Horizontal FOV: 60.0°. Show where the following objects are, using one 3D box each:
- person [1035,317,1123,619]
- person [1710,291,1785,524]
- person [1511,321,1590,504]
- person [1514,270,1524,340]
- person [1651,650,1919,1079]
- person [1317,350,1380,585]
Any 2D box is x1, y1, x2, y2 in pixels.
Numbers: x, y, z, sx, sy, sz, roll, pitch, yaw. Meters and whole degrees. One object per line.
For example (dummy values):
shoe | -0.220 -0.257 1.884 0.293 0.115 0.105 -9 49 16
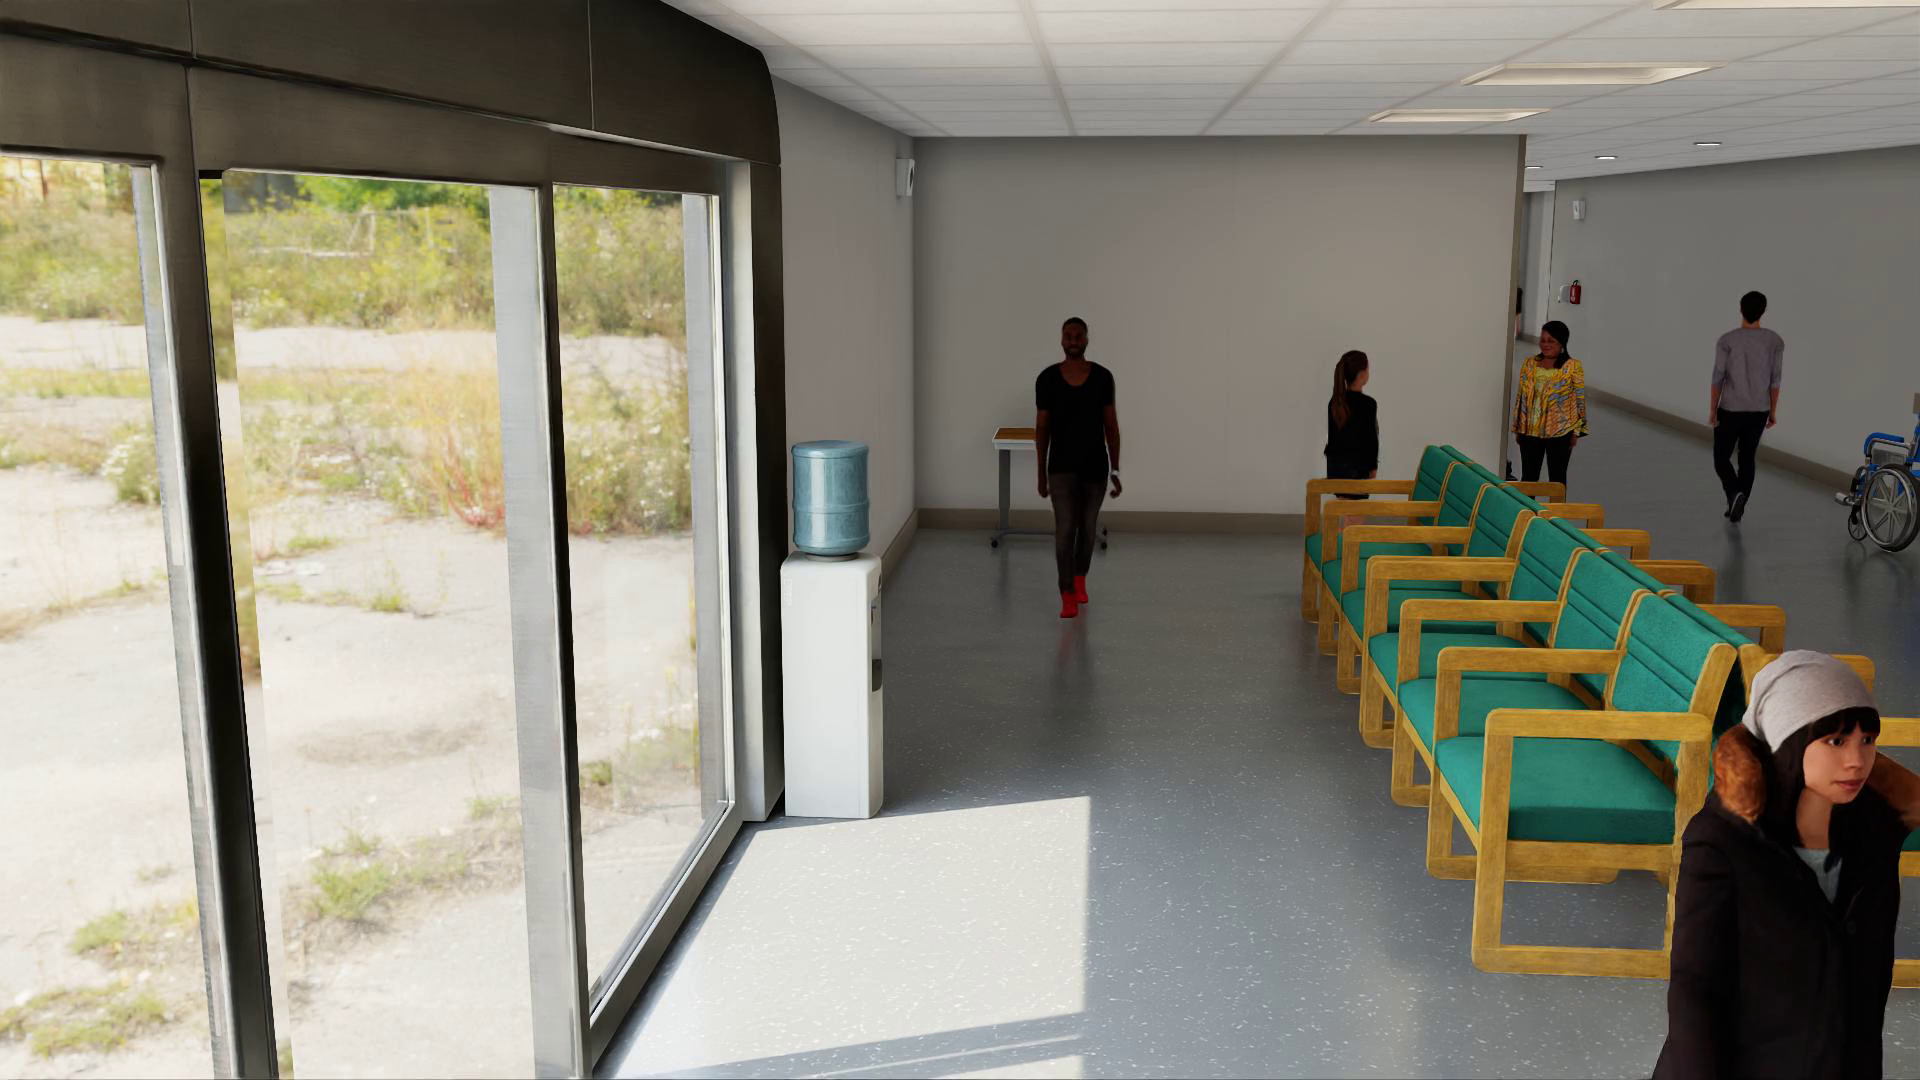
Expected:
person | 0.721 -0.429 10.088 1.112 1.764 0.781 0 11 1
person | 6.101 -0.995 12.913 0.924 1.824 0.767 2 11 10
person | 4.351 -0.795 12.312 0.868 1.654 0.936 9 14 38
person | 8.409 -3.321 25.632 1.187 1.652 0.961 5 12 24
person | 1.443 0.985 3.069 0.971 1.603 0.813 -1 11 -6
person | 2.475 -0.436 10.737 0.952 1.537 0.897 -9 14 -40
